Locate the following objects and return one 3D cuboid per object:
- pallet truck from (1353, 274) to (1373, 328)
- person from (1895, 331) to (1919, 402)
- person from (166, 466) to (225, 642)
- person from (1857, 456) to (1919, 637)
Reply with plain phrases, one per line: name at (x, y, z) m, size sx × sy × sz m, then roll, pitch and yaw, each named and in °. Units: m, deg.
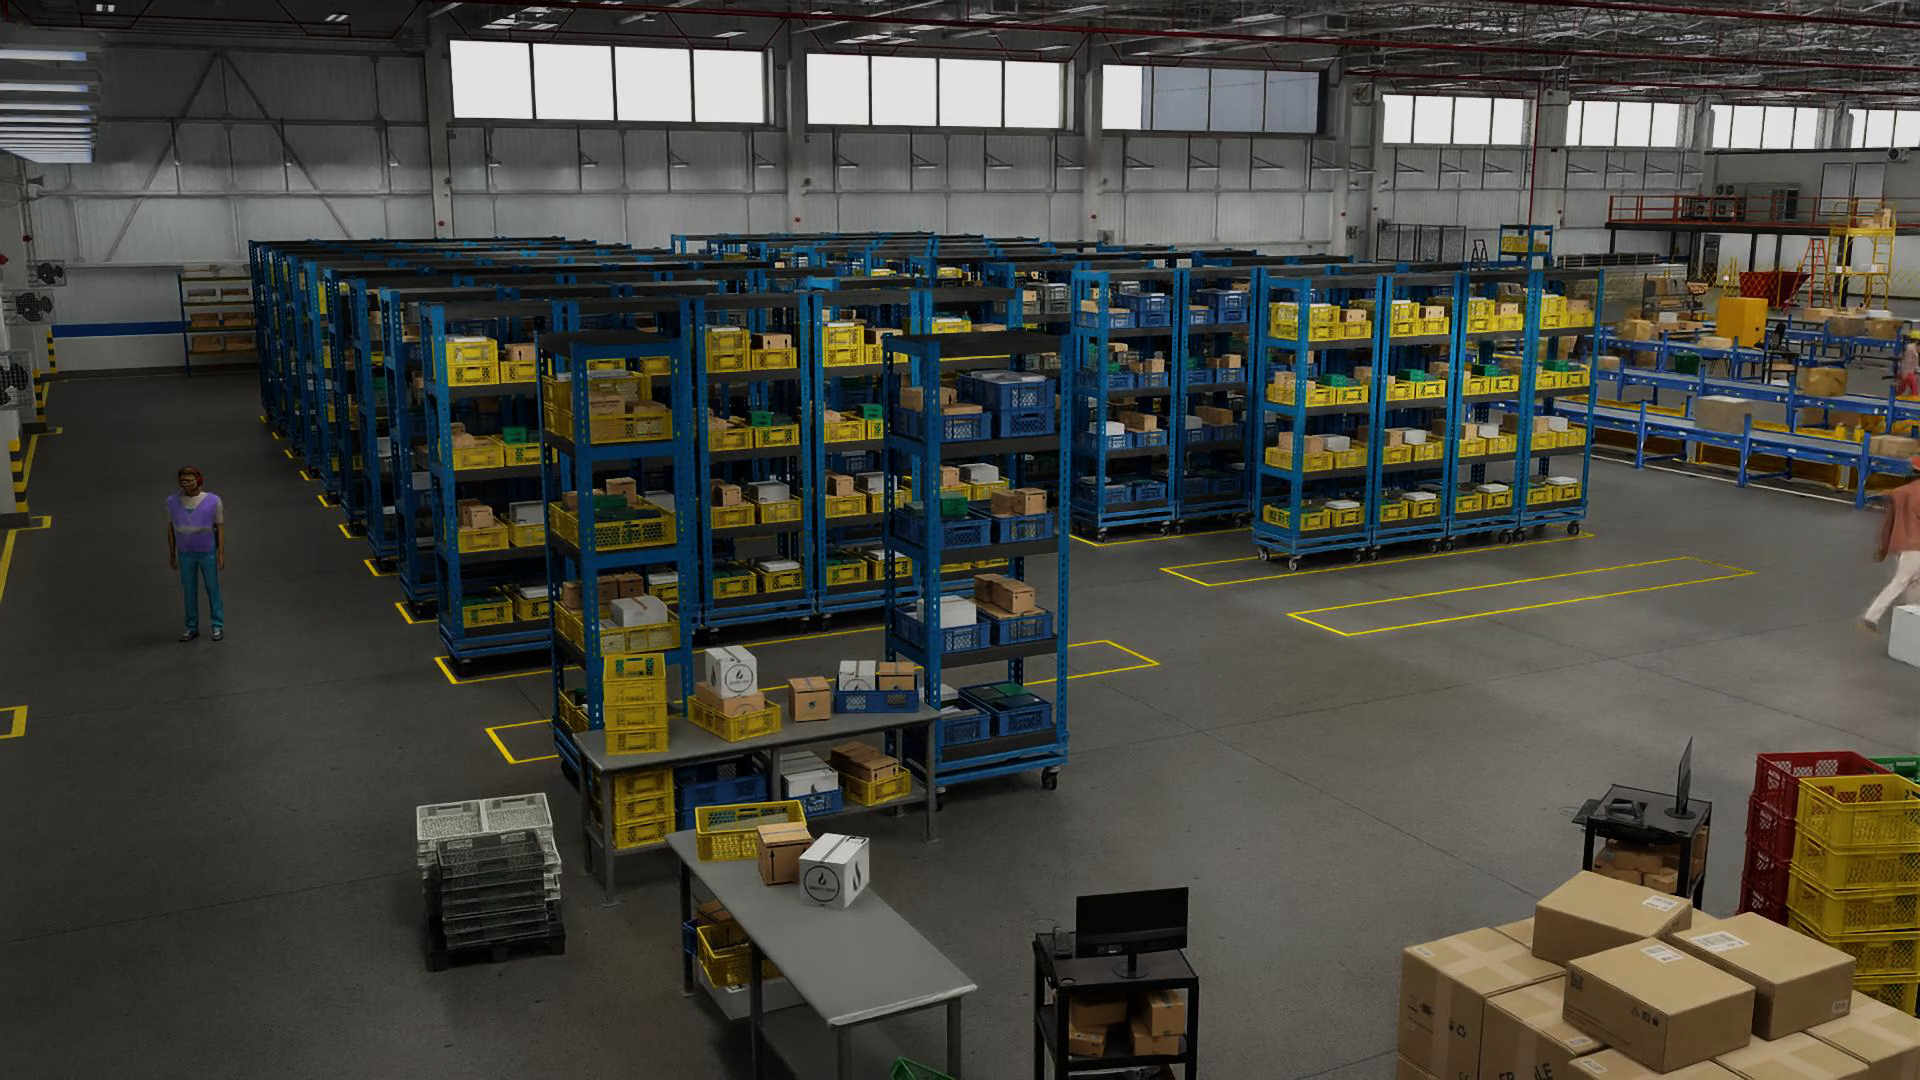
pallet truck at (13.011, -8.050, 55.243) m, size 0.823 × 1.965 × 1.885 m, roll -7°, pitch 14°, yaw -28°
person at (19.685, -3.432, 34.282) m, size 0.853 × 1.729 × 0.532 m, roll 8°, pitch 14°, yaw 32°
person at (-7.929, 0.137, 17.302) m, size 0.567 × 1.845 × 0.386 m, roll -1°, pitch 12°, yaw -6°
person at (9.932, 0.058, 17.471) m, size 1.042 × 1.949 × 0.584 m, roll -2°, pitch 12°, yaw -7°
